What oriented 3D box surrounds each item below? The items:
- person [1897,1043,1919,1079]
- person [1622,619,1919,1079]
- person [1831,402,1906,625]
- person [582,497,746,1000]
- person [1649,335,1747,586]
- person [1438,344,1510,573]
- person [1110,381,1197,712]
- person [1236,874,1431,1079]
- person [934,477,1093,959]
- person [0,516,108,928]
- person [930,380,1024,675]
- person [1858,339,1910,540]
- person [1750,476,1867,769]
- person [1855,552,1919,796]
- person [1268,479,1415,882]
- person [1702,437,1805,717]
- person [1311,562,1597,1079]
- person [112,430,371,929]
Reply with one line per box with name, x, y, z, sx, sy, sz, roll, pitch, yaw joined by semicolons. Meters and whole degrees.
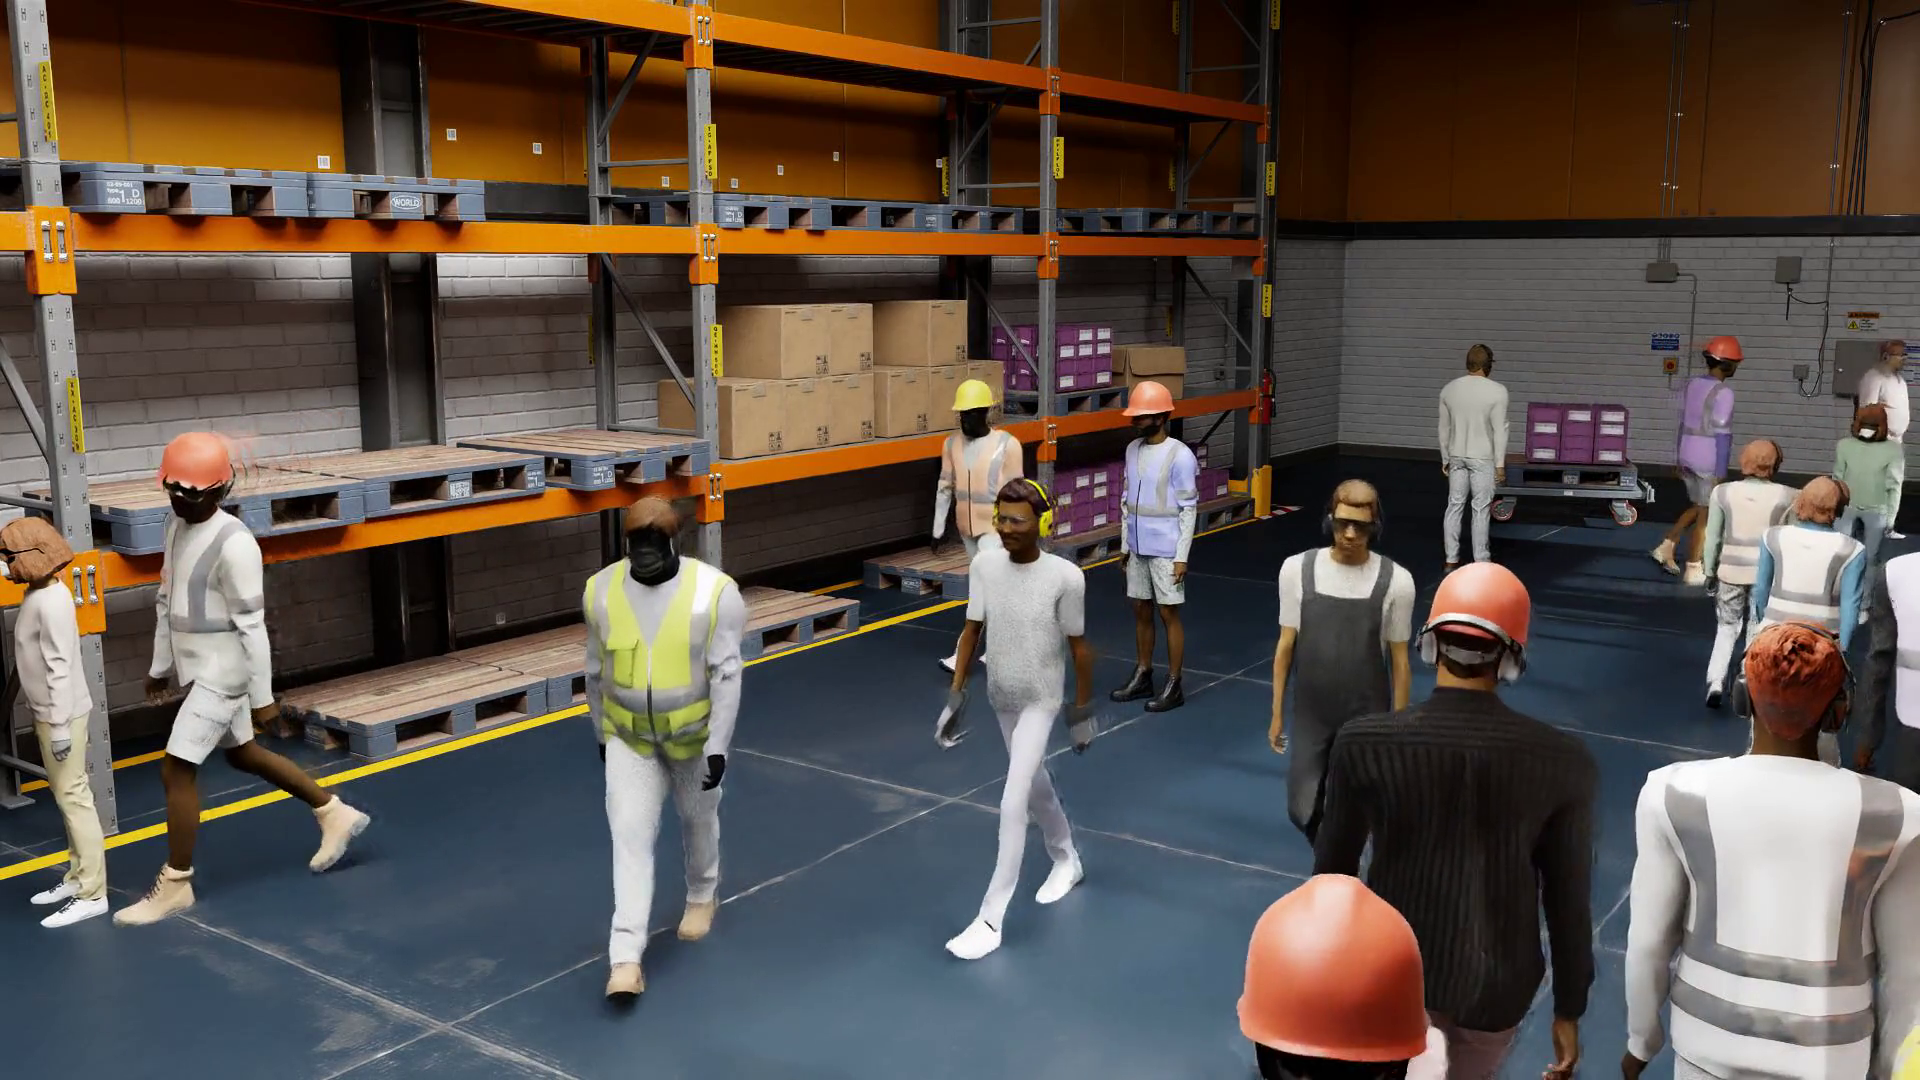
person;1.087;1.422;1.929;0.597;1.785;0.923;6;11;31
person;1.724;1.099;3.562;0.573;1.883;0.356;4;11;25
person;6.508;-0.184;11.984;0.405;1.616;0.509;-9;13;-41
person;-1.094;0.720;6.132;0.615;1.787;0.988;0;10;3
person;5.994;-0.632;13.416;0.531;2.034;0.657;-1;10;-8
person;4.283;-0.664;13.899;0.376;1.940;0.629;-8;13;-41
person;1.121;0.039;9.721;0.373;1.933;0.550;-7;12;-36
person;0.437;1.350;2.105;0.553;1.877;1.021;3;10;17
person;0.257;0.643;6.507;0.506;1.817;1.018;8;12;38
person;-3.614;0.713;6.630;0.277;1.628;0.500;-6;11;-33
person;0.088;-0.075;10.581;0.613;1.872;0.996;7;12;38
person;8.698;-0.953;15.744;0.665;1.891;0.538;-7;12;-37
person;4.137;0.479;8.160;0.510;1.590;0.910;8;13;40
person;3.566;0.685;5.972;0.600;1.904;0.720;6;11;30
person;1.458;0.656;6.360;0.524;1.828;0.582;4;10;21
person;4.548;0.223;9.546;0.519;1.624;0.364;8;12;38
person;1.137;1.023;3.910;0.634;1.934;1.010;1;10;6
person;-2.942;0.517;6.772;1.017;1.984;0.620;-8;12;-39
